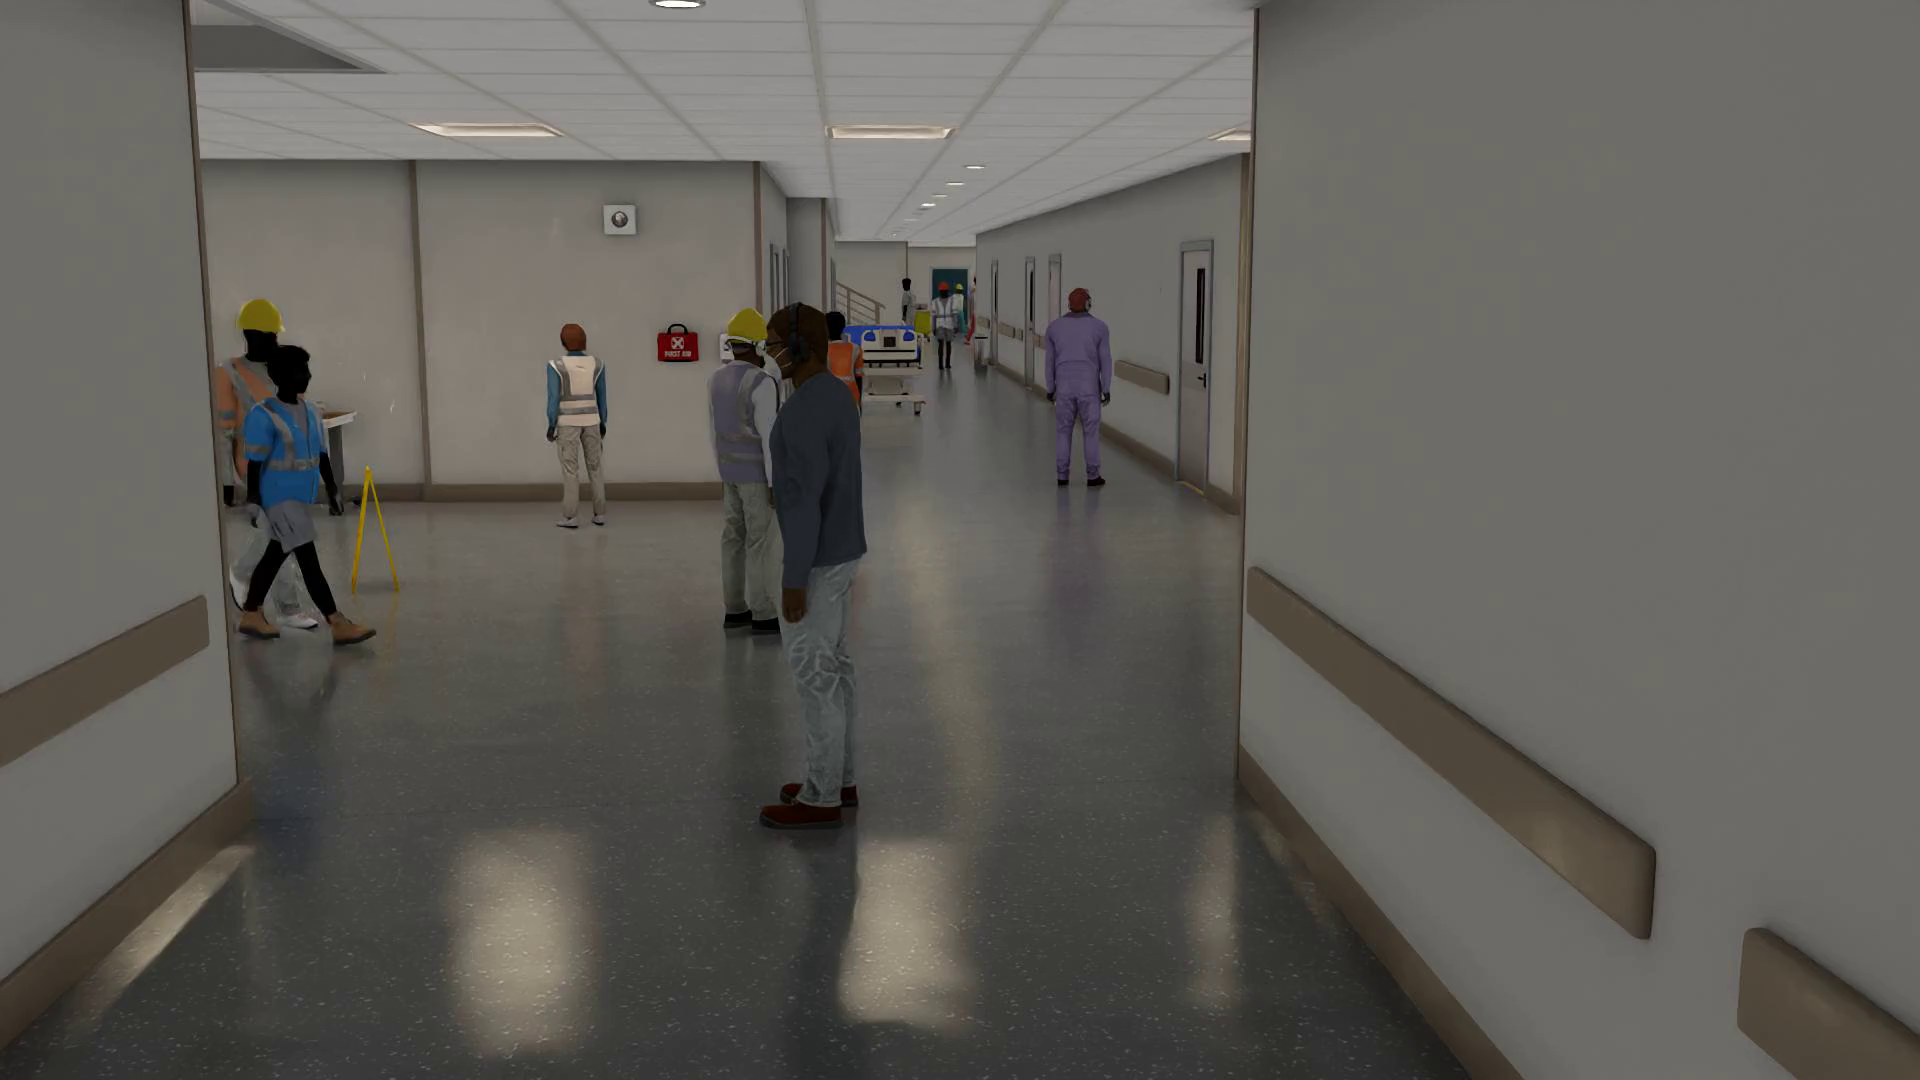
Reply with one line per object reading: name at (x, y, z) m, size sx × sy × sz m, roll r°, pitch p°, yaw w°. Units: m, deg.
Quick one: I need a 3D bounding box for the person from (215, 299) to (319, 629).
person at (-4.070, -0.452, 9.669) m, size 0.866 × 1.900 × 0.594 m, roll 5°, pitch 10°, yaw 28°

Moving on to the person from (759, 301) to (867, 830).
person at (-0.539, 0.094, 6.131) m, size 0.384 × 1.930 × 0.634 m, roll 1°, pitch 9°, yaw 6°

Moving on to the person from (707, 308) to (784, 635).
person at (-1.169, -0.383, 9.400) m, size 0.404 × 1.835 × 0.597 m, roll -8°, pitch 12°, yaw -41°

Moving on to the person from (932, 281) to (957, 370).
person at (-0.331, -4.642, 35.994) m, size 0.549 × 1.896 × 0.972 m, roll 0°, pitch 9°, yaw 0°

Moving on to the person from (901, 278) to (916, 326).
person at (-1.354, -5.850, 43.375) m, size 0.388 × 1.952 × 0.614 m, roll 3°, pitch 10°, yaw 20°

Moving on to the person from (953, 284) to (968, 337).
person at (-0.013, -7.496, 54.431) m, size 0.523 × 1.720 × 0.915 m, roll -8°, pitch 12°, yaw -40°

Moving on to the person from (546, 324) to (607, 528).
person at (-3.069, -0.912, 13.348) m, size 0.525 × 1.636 × 0.307 m, roll -7°, pitch 12°, yaw -38°

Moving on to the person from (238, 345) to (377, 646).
person at (-3.646, -0.242, 9.107) m, size 0.891 × 1.646 × 0.540 m, roll 2°, pitch 9°, yaw 12°

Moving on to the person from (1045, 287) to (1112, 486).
person at (1.147, -1.471, 16.024) m, size 0.651 × 1.904 × 0.402 m, roll 3°, pitch 9°, yaw 16°

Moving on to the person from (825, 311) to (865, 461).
person at (-1.143, -1.257, 15.361) m, size 0.580 × 1.694 × 0.326 m, roll -5°, pitch 10°, yaw -27°
